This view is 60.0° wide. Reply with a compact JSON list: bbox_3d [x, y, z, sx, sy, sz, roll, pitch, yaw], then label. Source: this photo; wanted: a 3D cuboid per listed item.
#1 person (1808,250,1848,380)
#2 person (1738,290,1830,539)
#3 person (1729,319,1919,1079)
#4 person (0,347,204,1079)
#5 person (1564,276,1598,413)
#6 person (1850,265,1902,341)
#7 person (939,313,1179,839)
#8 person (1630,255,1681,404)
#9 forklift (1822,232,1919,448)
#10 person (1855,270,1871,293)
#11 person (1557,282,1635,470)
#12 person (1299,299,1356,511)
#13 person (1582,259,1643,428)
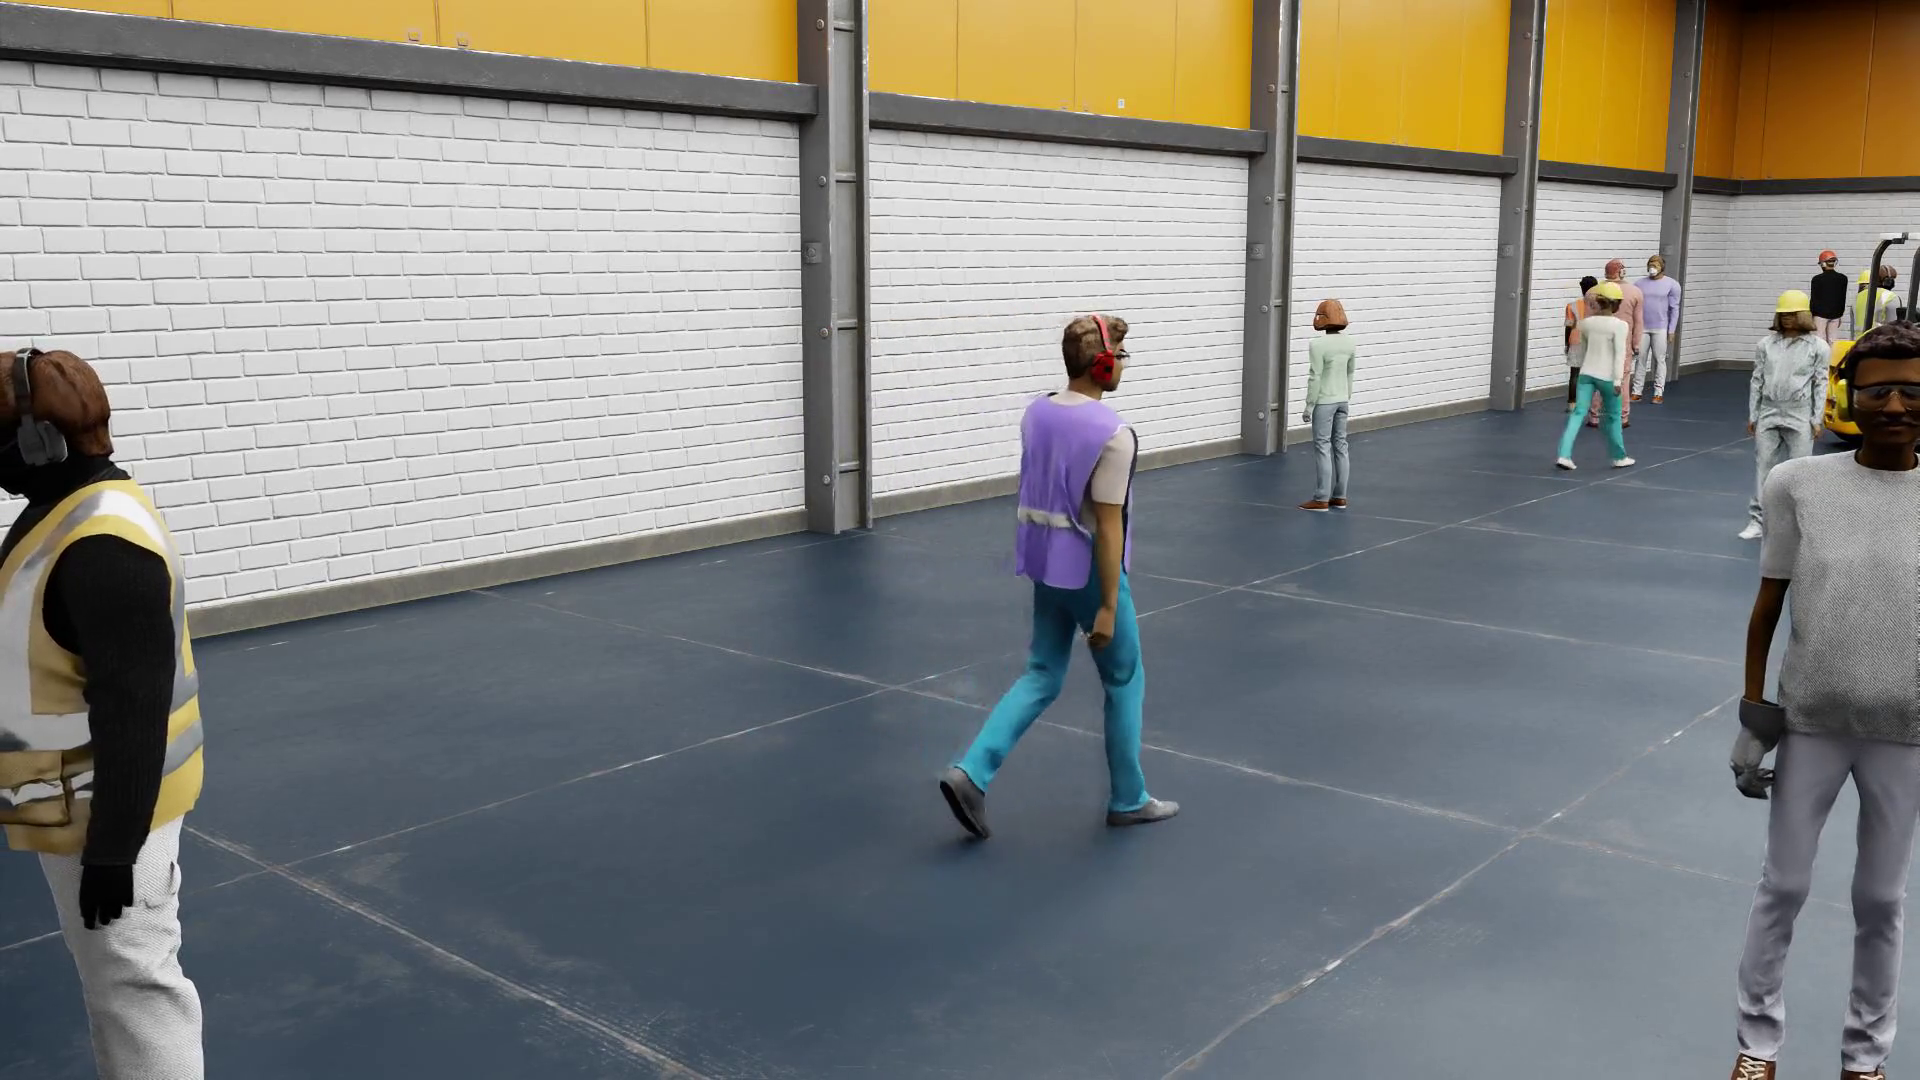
[{"bbox_3d":[13.278,-3.438,25.533,0.609,1.986,0.390,-2,10,-11],"label":"person"},{"bbox_3d":[5.684,-0.845,11.463,0.492,1.742,0.320,9,13,41],"label":"person"},{"bbox_3d":[2.043,0.440,3.779,0.521,1.874,0.328,4,11,20],"label":"person"},{"bbox_3d":[-1.739,0.539,3.316,0.430,1.839,0.619,-7,12,-33],"label":"person"},{"bbox_3d":[7.703,-2.401,20.485,0.530,1.689,0.321,3,10,15],"label":"person"},{"bbox_3d":[9.856,-2.021,17.879,0.429,1.844,0.625,-3,10,-15],"label":"person"},{"bbox_3d":[0.357,0.138,5.667,0.848,1.815,0.573,-7,12,-34],"label":"person"},{"bbox_3d":[9.044,-2.746,21.731,0.629,1.940,0.372,8,13,40],"label":"person"},{"bbox_3d":[9.955,-1.972,16.595,2.313,2.155,1.214,1,10,8],"label":"forklift"},{"bbox_3d":[10.674,-2.289,19.616,0.330,1.768,0.526,0,10,-1],"label":"person"},{"bbox_3d":[5.848,-1.491,15.207,0.913,1.719,0.555,-6,12,-31],"label":"person"},{"bbox_3d":[2.852,-1.039,12.879,0.499,1.633,0.286,-8,13,-38],"label":"person"},{"bbox_3d":[7.355,-2.211,18.792,0.642,1.905,0.401,4,11,21],"label":"person"}]
